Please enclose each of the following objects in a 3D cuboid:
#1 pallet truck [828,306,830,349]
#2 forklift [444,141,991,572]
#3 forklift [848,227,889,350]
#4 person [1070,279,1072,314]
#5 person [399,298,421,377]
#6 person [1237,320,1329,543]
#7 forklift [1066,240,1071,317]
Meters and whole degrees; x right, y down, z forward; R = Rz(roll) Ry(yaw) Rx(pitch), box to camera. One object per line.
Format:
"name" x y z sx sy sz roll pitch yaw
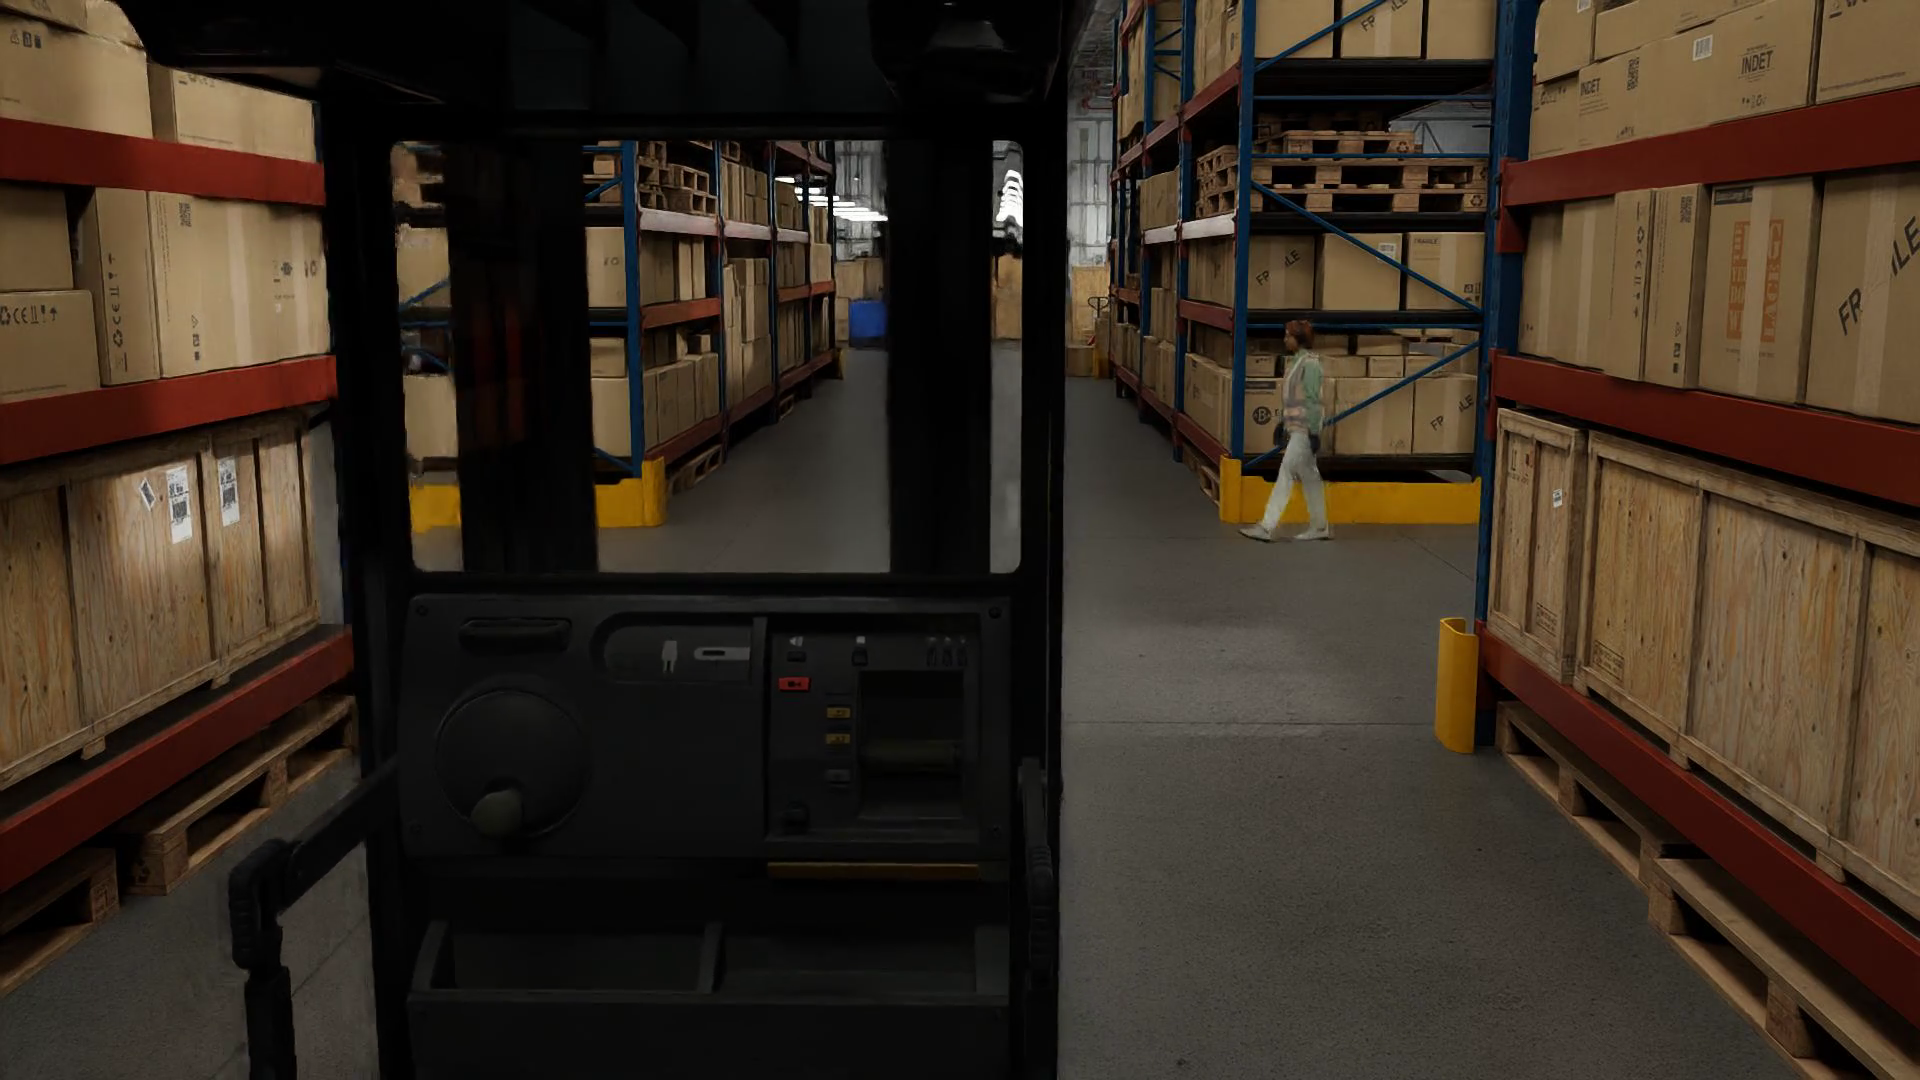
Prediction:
"pallet truck" -3.100 -3.940 29.800 1.885 1.965 0.823 3 10 19
"forklift" -0.378 0.110 2.901 1.129 2.768 1.873 0 9 1
"forklift" -1.611 -5.801 38.312 1.873 2.768 1.129 0 9 1
"person" 3.561 -7.682 52.504 0.650 1.912 0.544 -1 10 -7
"person" -6.040 -1.913 17.662 0.617 2.012 0.941 -2 10 -11
"person" 2.353 -0.773 11.997 0.754 1.605 0.530 0 9 -2
"forklift" 3.659 -9.409 59.924 1.873 2.768 1.129 5 11 27
